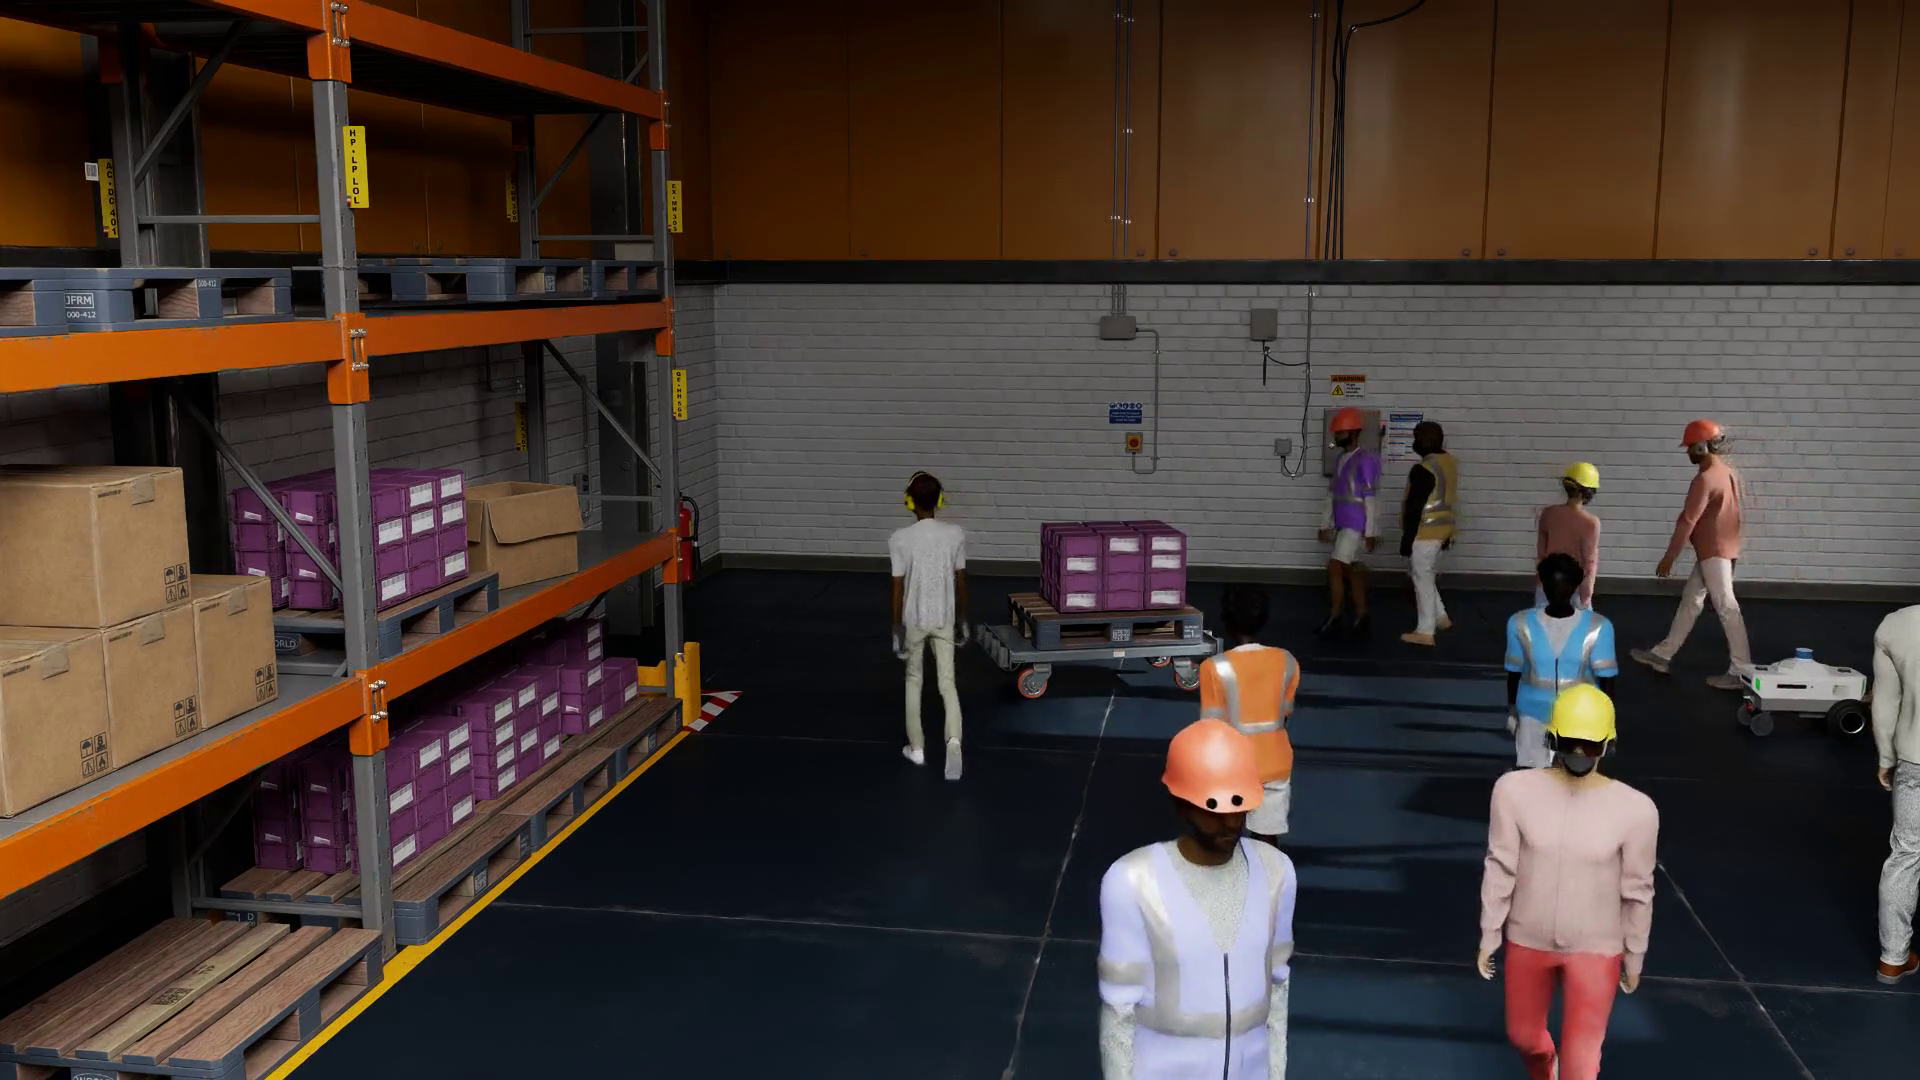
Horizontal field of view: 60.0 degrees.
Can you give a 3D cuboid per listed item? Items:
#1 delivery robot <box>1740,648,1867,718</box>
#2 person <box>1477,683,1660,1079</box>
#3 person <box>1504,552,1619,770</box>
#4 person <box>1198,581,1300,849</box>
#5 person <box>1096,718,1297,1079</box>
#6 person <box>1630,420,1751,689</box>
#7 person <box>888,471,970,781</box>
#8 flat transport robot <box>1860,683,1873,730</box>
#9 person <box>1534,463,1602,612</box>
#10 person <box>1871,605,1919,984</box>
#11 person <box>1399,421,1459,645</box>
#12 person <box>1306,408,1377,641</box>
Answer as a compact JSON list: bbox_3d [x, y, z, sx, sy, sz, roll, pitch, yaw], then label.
[{"bbox_3d":[5.518,0.952,10.907,0.707,0.478,0.477,1,9,7],"label":"delivery robot"},{"bbox_3d":[1.993,1.292,5.463,0.523,1.743,0.784,5,10,28],"label":"person"},{"bbox_3d":[2.993,0.873,8.320,0.539,1.655,0.867,4,10,21],"label":"person"},{"bbox_3d":[1.231,1.009,7.411,0.539,1.672,0.663,-4,10,-21],"label":"person"},{"bbox_3d":[0.615,1.393,4.236,0.550,1.935,0.370,-3,10,-19],"label":"person"},{"bbox_3d":[5.407,0.094,12.209,0.984,1.932,0.642,7,12,37],"label":"person"},{"bbox_3d":[-0.169,0.508,9.988,0.522,1.845,0.808,-2,9,-10],"label":"person"},{"bbox_3d":[6.617,1.143,10.892,1.431,0.197,0.652,5,10,26],"label":"flat transport robot"},{"bbox_3d":[4.120,0.340,11.385,0.642,1.733,0.548,-6,11,-31],"label":"person"},{"bbox_3d":[4.119,0.954,6.935,0.372,1.938,0.630,-7,11,-36],"label":"person"},{"bbox_3d":[3.779,-0.051,13.492,0.446,1.829,0.628,6,11,34],"label":"person"},{"bbox_3d":[3.079,-0.120,13.614,0.750,1.912,0.579,-2,9,-12],"label":"person"}]
